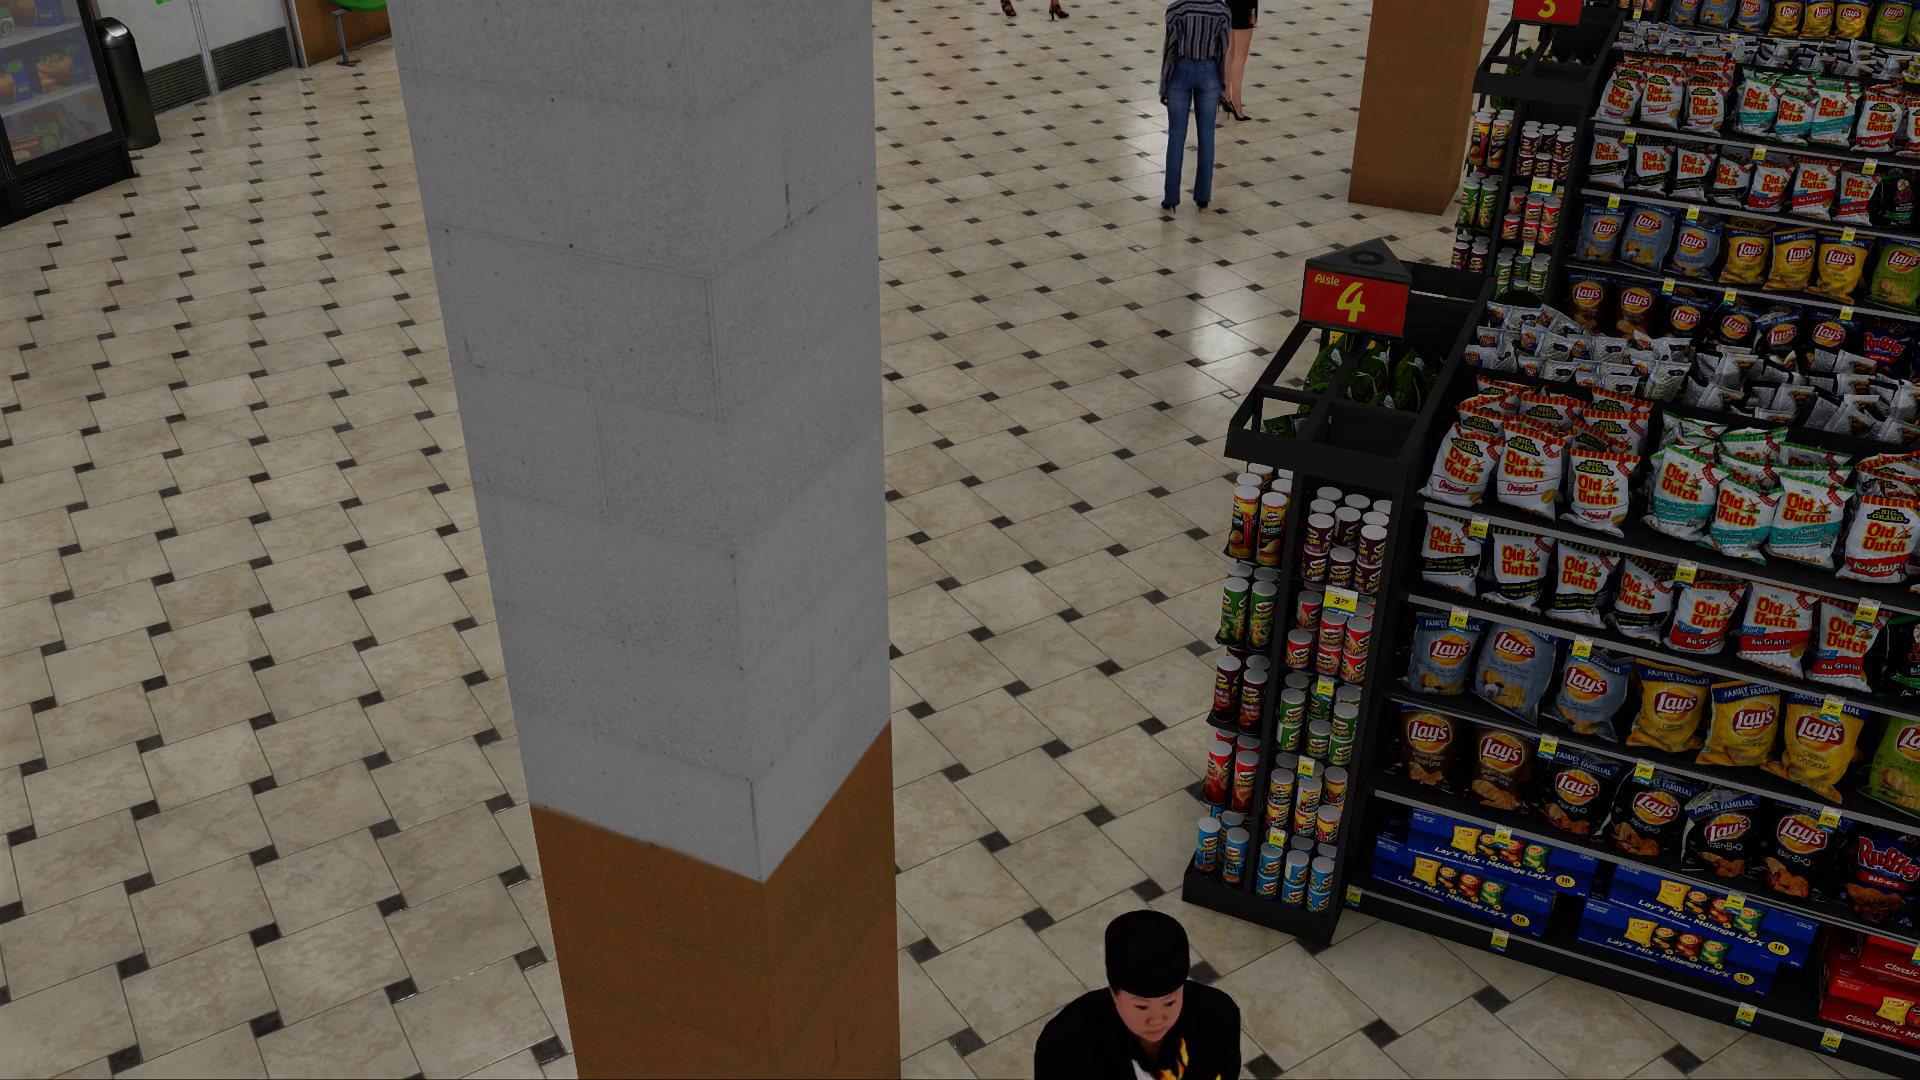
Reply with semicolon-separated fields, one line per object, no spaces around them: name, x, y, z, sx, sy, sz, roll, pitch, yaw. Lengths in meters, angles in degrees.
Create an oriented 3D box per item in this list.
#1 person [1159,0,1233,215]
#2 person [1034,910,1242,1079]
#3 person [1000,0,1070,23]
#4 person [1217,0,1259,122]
person;1.648;-3.188;11.722;0.645;1.793;0.765;-3;32;-4
person;0.430;1.540;4.248;0.819;1.660;0.909;-5;32;-8
person;0.581;-5.944;16.198;0.870;1.742;1.143;-25;40;-34
person;2.313;-4.352;13.614;0.688;1.769;0.657;-6;32;-9
